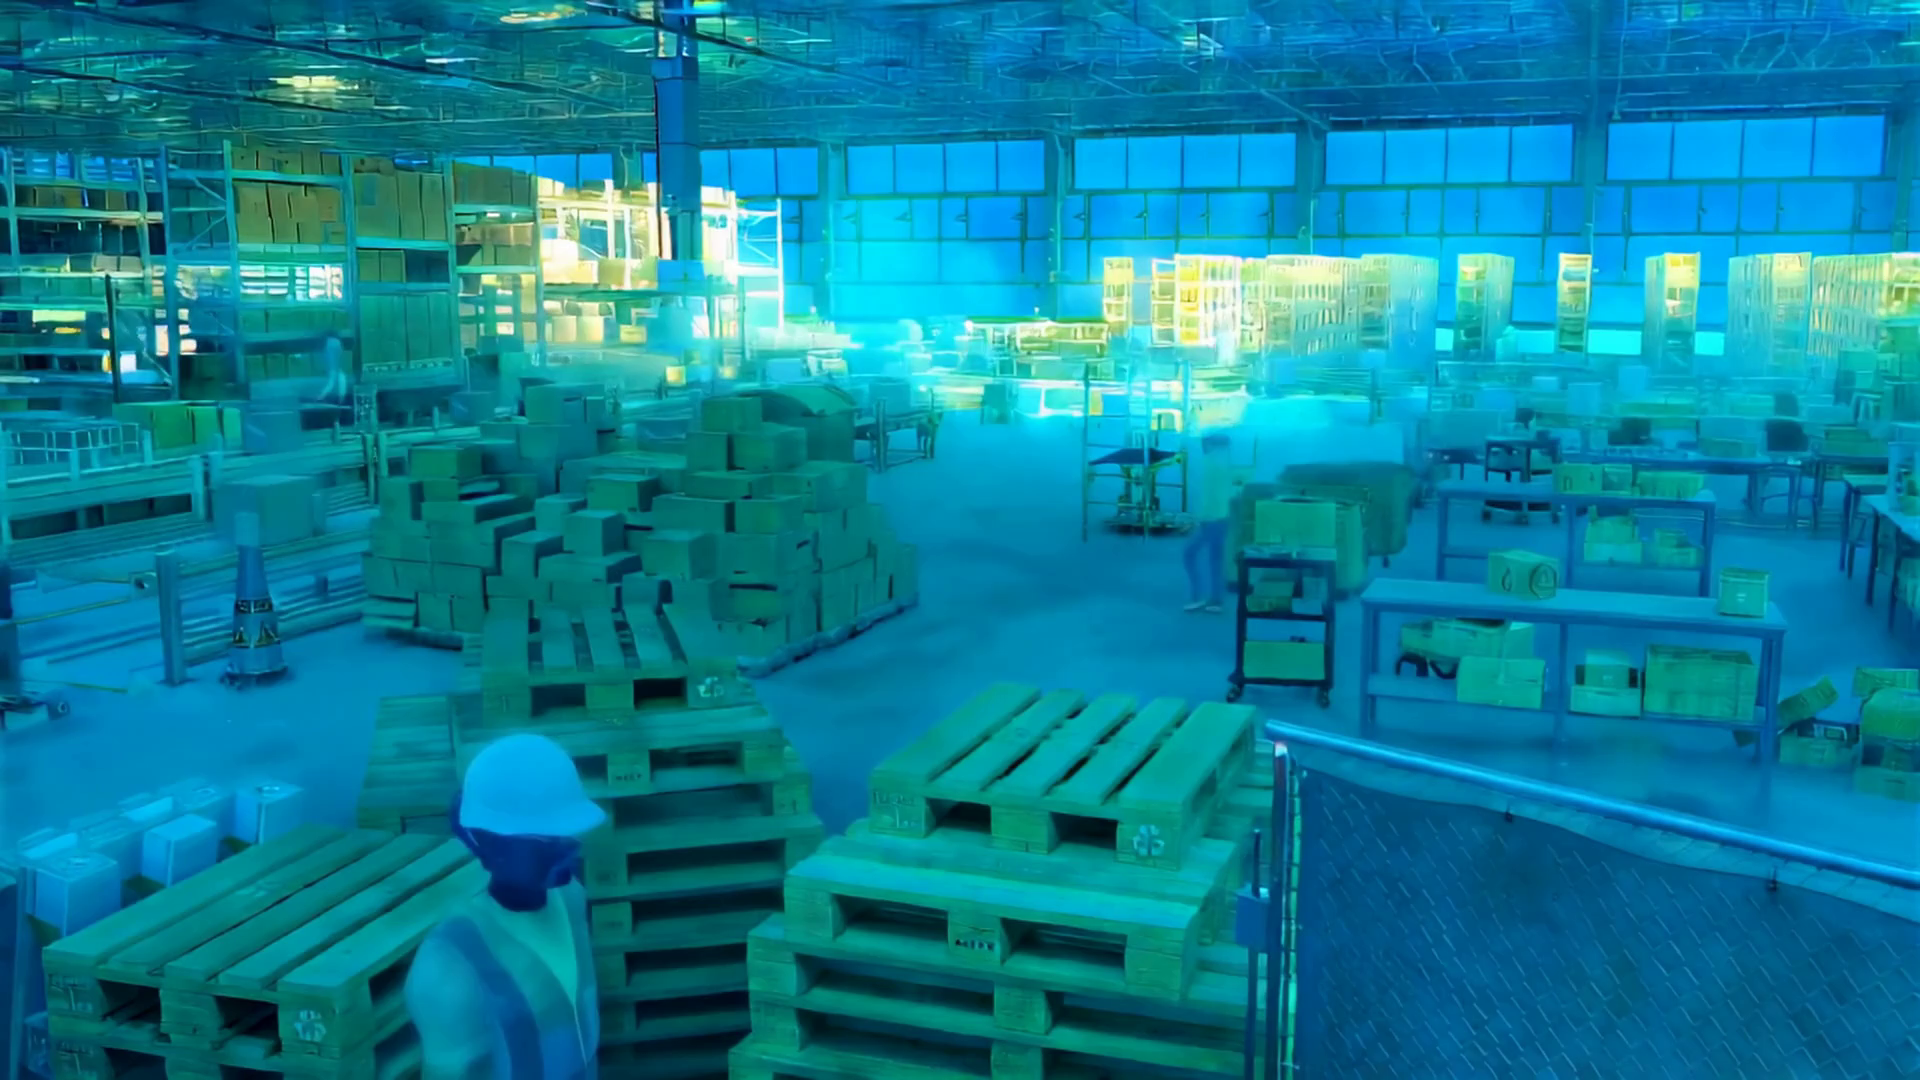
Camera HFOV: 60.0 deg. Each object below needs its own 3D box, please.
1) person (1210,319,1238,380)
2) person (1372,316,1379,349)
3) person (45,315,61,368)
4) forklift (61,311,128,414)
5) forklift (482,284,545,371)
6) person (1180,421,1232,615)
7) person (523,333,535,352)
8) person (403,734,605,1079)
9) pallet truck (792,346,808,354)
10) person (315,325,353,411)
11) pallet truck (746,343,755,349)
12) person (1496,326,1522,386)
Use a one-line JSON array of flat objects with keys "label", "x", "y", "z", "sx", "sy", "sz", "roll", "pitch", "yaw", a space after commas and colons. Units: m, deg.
[{"label": "person", "x": 7.107, "y": -4.971, "z": 44.509, "sx": 0.989, "sy": 1.864, "sz": 0.663, "roll": 5, "pitch": 10, "yaw": 30}, {"label": "person", "x": 13.123, "y": -6.329, "z": 52.647, "sx": 0.415, "sy": 1.985, "sz": 0.611, "roll": 3, "pitch": 10, "yaw": 20}, {"label": "person", "x": -25.649, "y": -5.432, "z": 47.208, "sx": 0.554, "sy": 1.923, "sz": 0.522, "roll": 5, "pitch": 10, "yaw": 30}, {"label": "forklift", "x": -18.659, "y": -4.186, "z": 36.372, "sx": 1.873, "sy": 2.768, "sz": 1.129, "roll": 3, "pitch": 10, "yaw": 20}, {"label": "forklift", "x": -10.832, "y": -4.702, "z": 39.610, "sx": 1.129, "sy": 2.768, "sz": 1.873, "roll": 3, "pitch": 10, "yaw": 20}, {"label": "person", "x": 2.228, "y": -0.189, "z": 14.897, "sx": 0.457, "sy": 1.731, "sz": 0.546, "roll": 9, "pitch": 13, "yaw": 44}, {"label": "person", "x": -10.861, "y": -4.407, "z": 41.815, "sx": 0.517, "sy": 1.581, "sz": 0.890, "roll": 9, "pitch": 12, "yaw": 43}, {"label": "person", "x": -0.954, "y": 1.429, "z": 3.734, "sx": 0.383, "sy": 2.045, "sz": 0.605, "roll": 2, "pitch": 9, "yaw": 13}, {"label": "pallet truck", "x": -3.705, "y": -4.298, "z": 42.022, "sx": 0.653, "sy": 1.274, "sz": 1.630, "roll": 3, "pitch": 10, "yaw": 20}, {"label": "person", "x": -13.988, "y": -3.821, "z": 37.087, "sx": 0.717, "sy": 1.924, "sz": 0.639, "roll": -7, "pitch": 11, "yaw": -37}, {"label": "pallet truck", "x": -6.183, "y": -4.618, "z": 44.264, "sx": 1.601, "sy": 1.201, "sz": 0.680, "roll": -9, "pitch": 12, "yaw": -43}, {"label": "person", "x": 12.978, "y": -4.143, "z": 39.379, "sx": 0.590, "sy": 1.833, "sz": 0.404, "roll": 0, "pitch": 9, "yaw": 0}]
